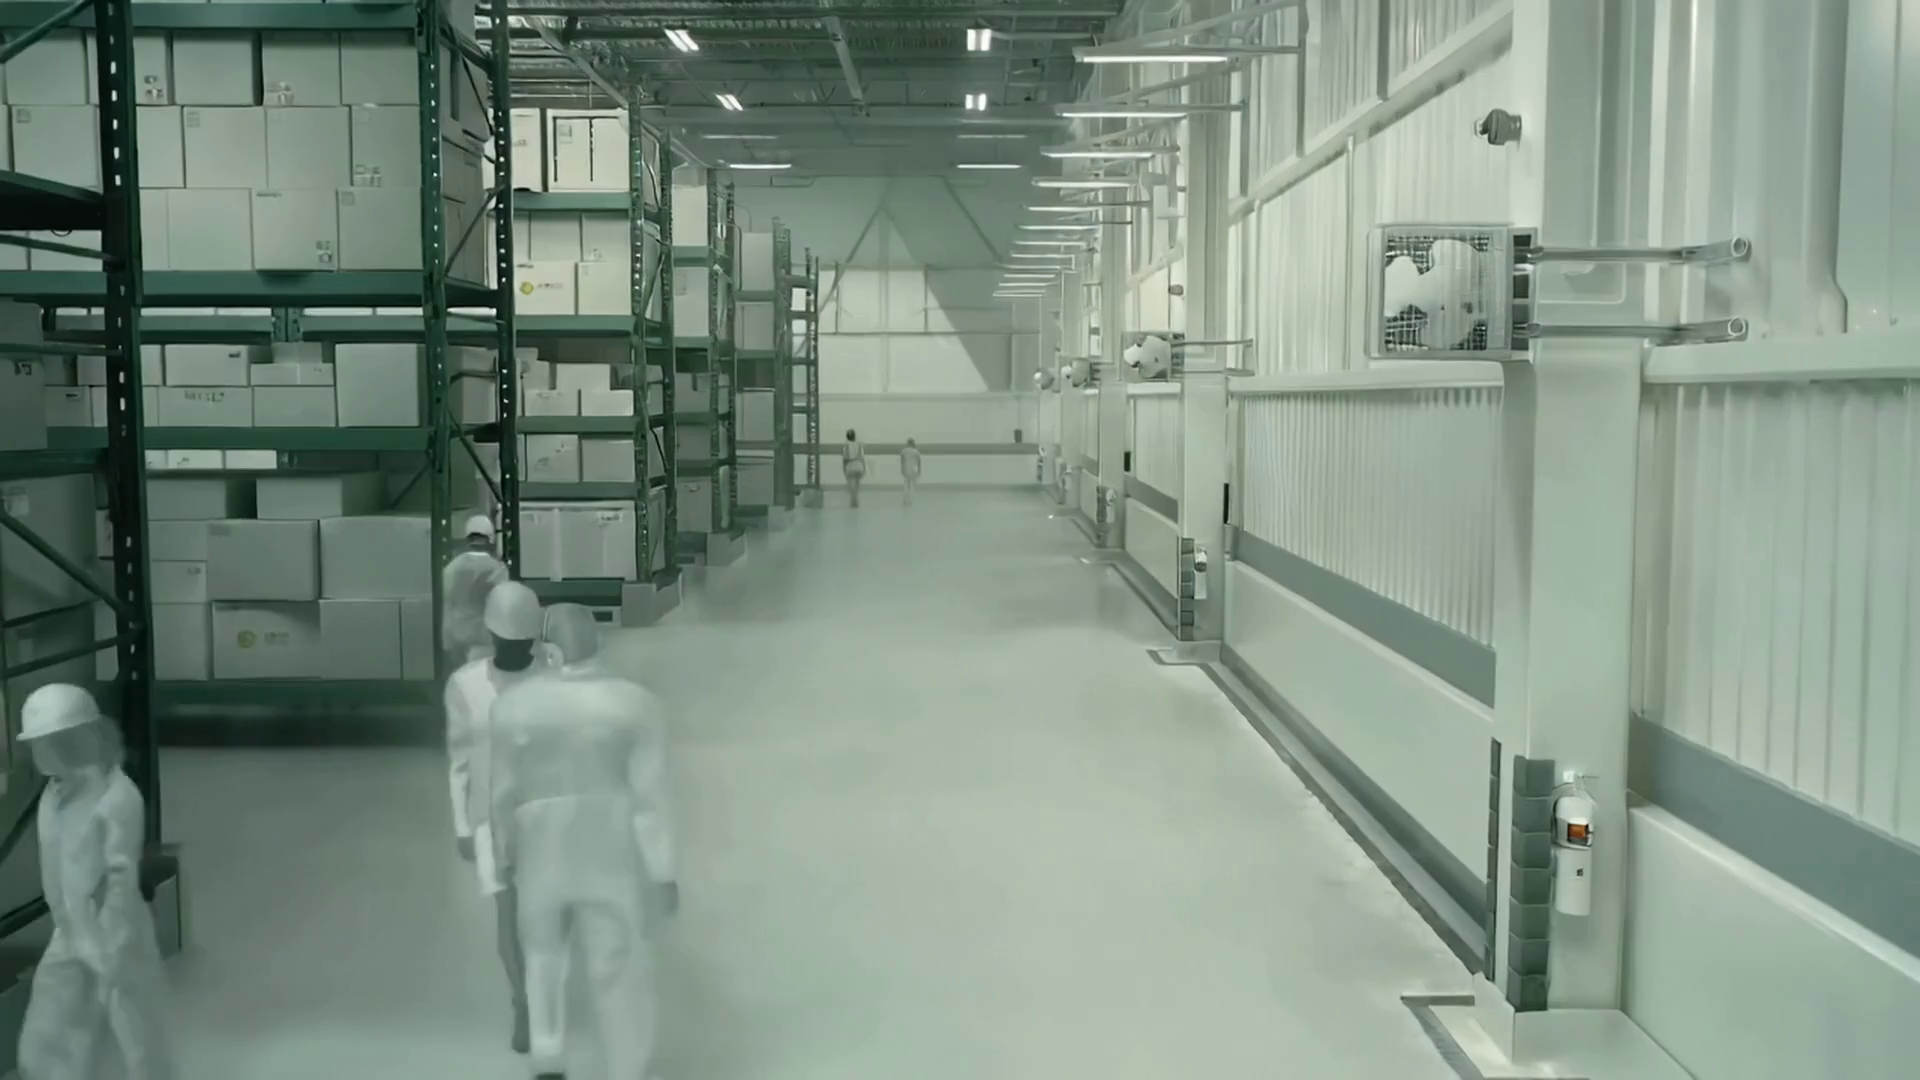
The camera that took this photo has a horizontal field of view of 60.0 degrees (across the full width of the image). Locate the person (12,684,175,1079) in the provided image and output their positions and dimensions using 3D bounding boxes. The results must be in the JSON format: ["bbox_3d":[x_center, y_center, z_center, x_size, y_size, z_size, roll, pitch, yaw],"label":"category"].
[{"bbox_3d":[-2.776,1.306,5.334,0.512,1.713,0.504,2,5,23],"label":"person"}]

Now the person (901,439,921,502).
[{"bbox_3d":[-1.228,-1.746,41.654,0.542,1.583,0.877,1,5,12],"label":"person"}]

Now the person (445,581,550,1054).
[{"bbox_3d":[-1.808,1.094,6.835,0.567,1.905,0.667,-1,5,-17],"label":"person"}]

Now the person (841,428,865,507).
[{"bbox_3d":[-2.538,-1.706,39.524,0.554,1.903,0.916,0,5,-5],"label":"person"}]

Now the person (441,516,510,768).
[{"bbox_3d":[-3.434,0.724,11.954,0.646,1.769,0.881,3,6,33],"label":"person"}]

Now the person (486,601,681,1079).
[{"bbox_3d":[-1.379,1.166,6.041,0.736,1.889,0.426,0,5,1],"label":"person"}]
